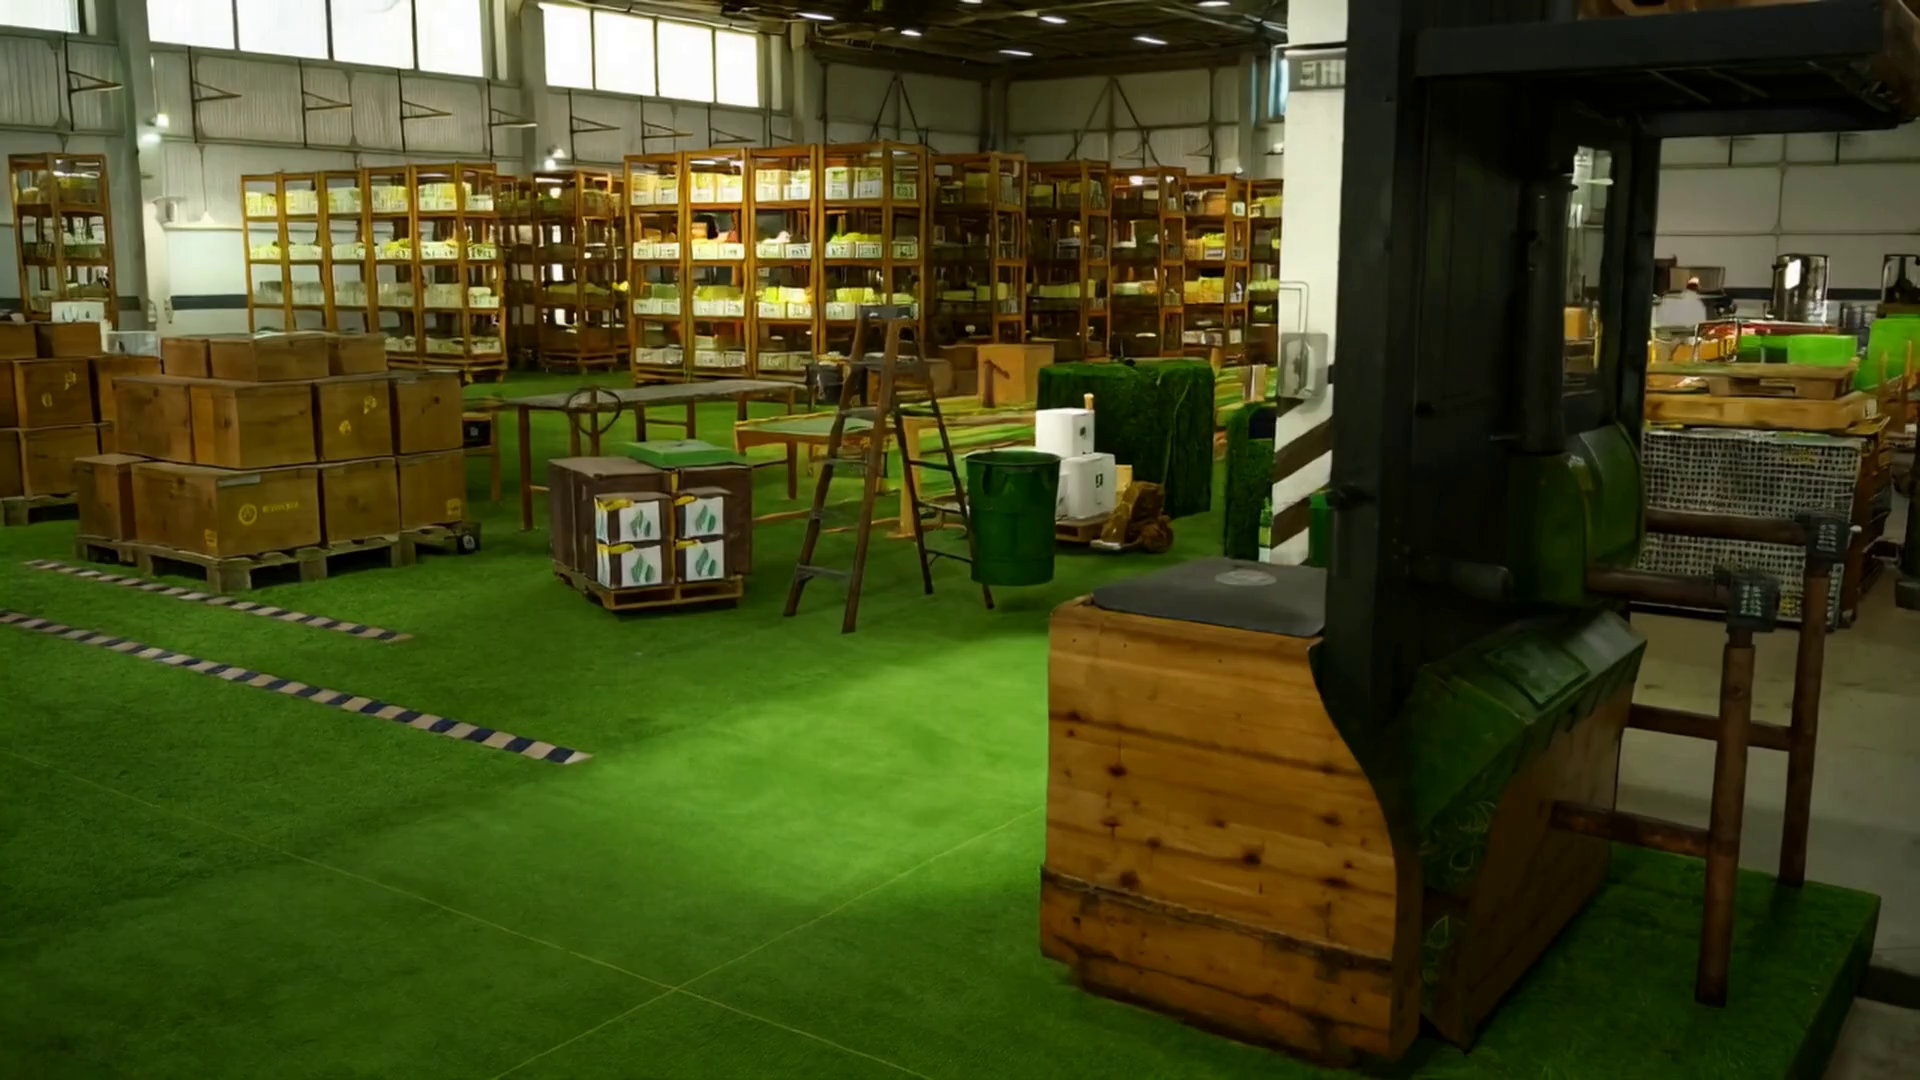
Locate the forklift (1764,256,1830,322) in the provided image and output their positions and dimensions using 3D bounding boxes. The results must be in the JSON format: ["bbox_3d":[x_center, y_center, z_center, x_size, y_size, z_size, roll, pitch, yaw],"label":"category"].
[{"bbox_3d":[20.253,-5.854,40.139,1.157,1.987,2.680,7,12,35],"label":"forklift"}]

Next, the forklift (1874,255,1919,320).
[{"bbox_3d":[22.089,-5.634,38.796,1.157,1.987,2.680,6,11,33],"label":"forklift"}]

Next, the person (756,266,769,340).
[{"bbox_3d":[-3.488,-3.927,29.563,0.390,1.991,0.626,2,10,14],"label":"person"}]

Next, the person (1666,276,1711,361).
[{"bbox_3d":[14.682,-4.440,33.454,0.928,1.716,0.545,1,10,7],"label":"person"}]

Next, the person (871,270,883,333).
[{"bbox_3d":[-1.706,-4.519,33.579,0.404,1.830,0.592,1,10,6],"label":"person"}]

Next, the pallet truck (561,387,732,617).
[{"bbox_3d":[-1.981,-0.274,10.088,0.680,1.201,1.601,-5,11,-28],"label":"pallet truck"}]

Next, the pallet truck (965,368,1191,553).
[{"bbox_3d":[0.845,-0.609,11.869,1.630,1.274,0.653,7,12,35],"label":"pallet truck"}]

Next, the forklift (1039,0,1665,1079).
[{"bbox_3d":[1.249,-0.137,4.360,1.873,2.768,1.129,7,12,35],"label":"forklift"}]

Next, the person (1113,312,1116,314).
[{"bbox_3d":[3.620,-5.893,41.877,0.974,1.802,0.588,-9,13,-44],"label":"person"}]
